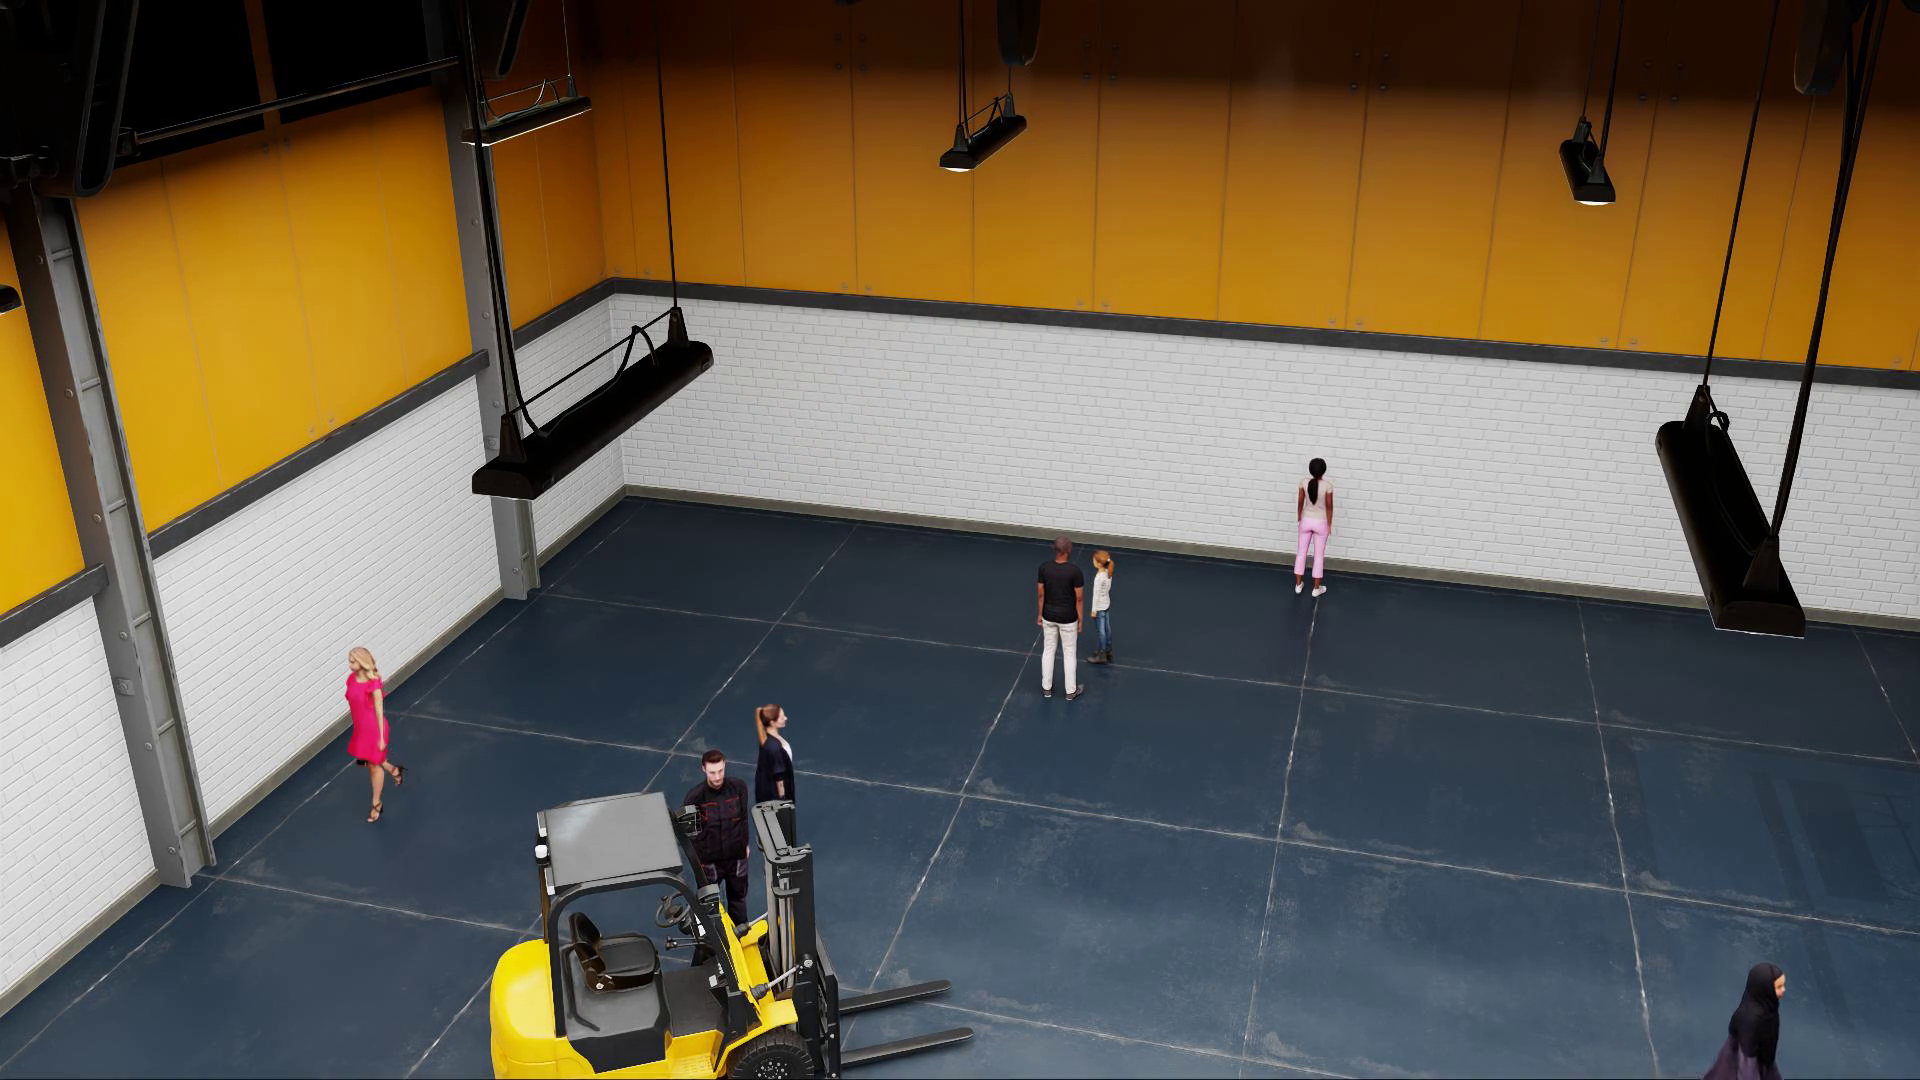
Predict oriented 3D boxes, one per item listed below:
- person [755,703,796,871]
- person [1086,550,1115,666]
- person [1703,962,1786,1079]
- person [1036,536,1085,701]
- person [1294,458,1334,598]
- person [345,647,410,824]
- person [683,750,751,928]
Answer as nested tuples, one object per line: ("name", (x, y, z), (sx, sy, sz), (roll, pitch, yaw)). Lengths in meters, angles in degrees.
("person", (-1.608, 2.161, 14.392), (0.776, 1.683, 0.669), (-7, 24, -15))
("person", (1.556, 0.727, 18.135), (0.555, 1.312, 0.447), (11, 26, 24))
("person", (5.288, 3.526, 11.359), (1.141, 1.611, 1.042), (-22, 32, -40))
("person", (1.039, 0.814, 17.324), (0.675, 1.803, 0.628), (9, 25, 19))
("person", (4.181, -0.172, 19.662), (0.615, 1.737, 0.586), (12, 26, 25))
("person", (-5.383, 1.734, 15.329), (0.718, 1.714, 0.882), (14, 27, 28))
("person", (-1.913, 2.515, 13.297), (0.772, 1.912, 0.823), (-12, 26, -25))
